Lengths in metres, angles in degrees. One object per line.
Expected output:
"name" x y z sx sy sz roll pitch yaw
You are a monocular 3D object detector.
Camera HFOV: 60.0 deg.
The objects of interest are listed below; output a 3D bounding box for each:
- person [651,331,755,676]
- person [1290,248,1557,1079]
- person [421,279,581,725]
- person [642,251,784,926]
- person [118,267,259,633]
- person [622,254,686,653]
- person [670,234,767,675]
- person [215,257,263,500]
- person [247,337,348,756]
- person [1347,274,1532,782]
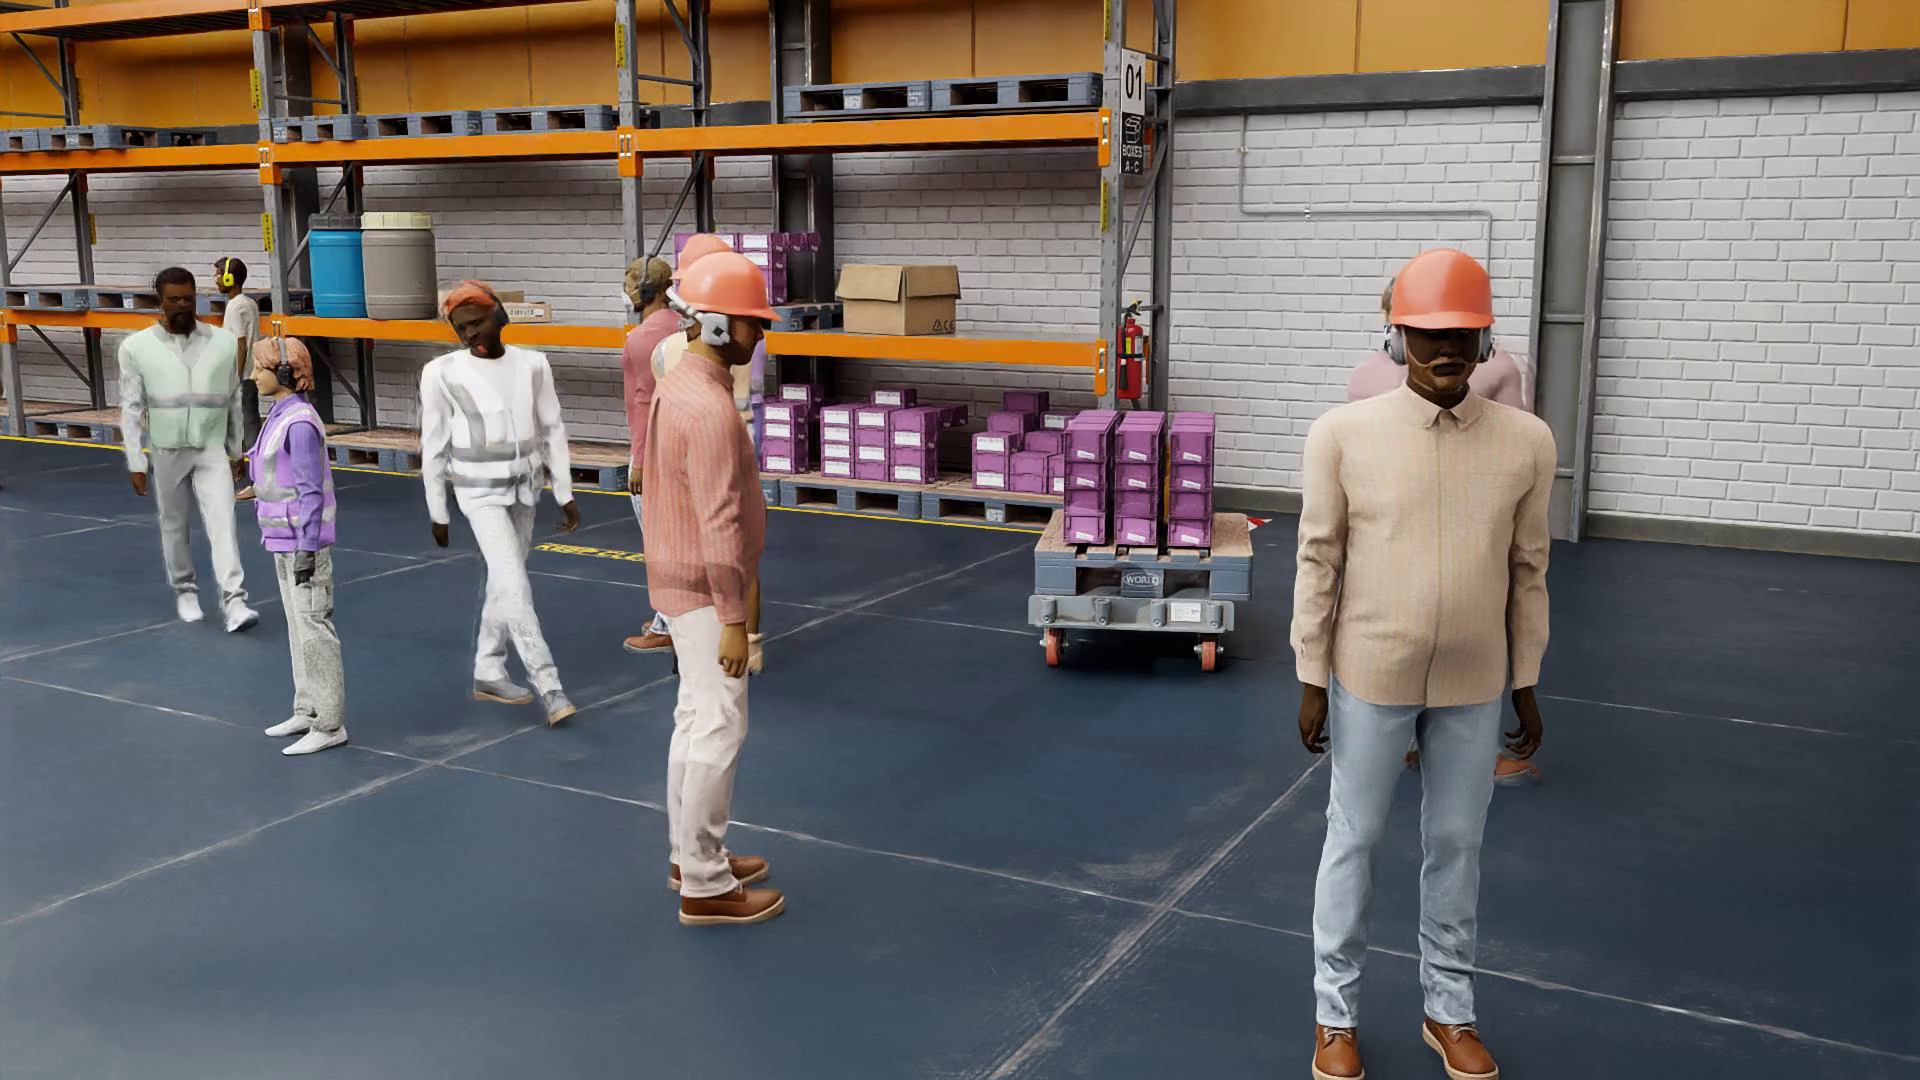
"person" -1.136 -0.310 7.602 0.546 1.927 0.391 7 12 33
"person" 1.091 0.320 3.943 0.612 1.995 0.378 0 10 -2
"person" -1.865 -0.151 6.943 0.839 1.841 0.565 8 13 38
"person" -0.719 0.152 4.908 0.410 1.980 0.630 -4 11 -19
"person" -3.934 -0.447 8.500 0.613 1.860 1.006 -8 13 -38
"person" -1.471 -0.417 8.137 0.359 1.937 0.635 1 10 8
"person" -1.121 -0.376 7.670 0.408 2.036 0.611 -6 12 -31
"person" -5.539 -1.240 12.844 0.310 1.868 0.534 -2 11 -10
"person" -2.613 0.020 6.561 0.306 1.640 0.522 -7 12 -32
"person" 1.834 -0.044 6.254 0.776 1.901 0.373 5 11 24
